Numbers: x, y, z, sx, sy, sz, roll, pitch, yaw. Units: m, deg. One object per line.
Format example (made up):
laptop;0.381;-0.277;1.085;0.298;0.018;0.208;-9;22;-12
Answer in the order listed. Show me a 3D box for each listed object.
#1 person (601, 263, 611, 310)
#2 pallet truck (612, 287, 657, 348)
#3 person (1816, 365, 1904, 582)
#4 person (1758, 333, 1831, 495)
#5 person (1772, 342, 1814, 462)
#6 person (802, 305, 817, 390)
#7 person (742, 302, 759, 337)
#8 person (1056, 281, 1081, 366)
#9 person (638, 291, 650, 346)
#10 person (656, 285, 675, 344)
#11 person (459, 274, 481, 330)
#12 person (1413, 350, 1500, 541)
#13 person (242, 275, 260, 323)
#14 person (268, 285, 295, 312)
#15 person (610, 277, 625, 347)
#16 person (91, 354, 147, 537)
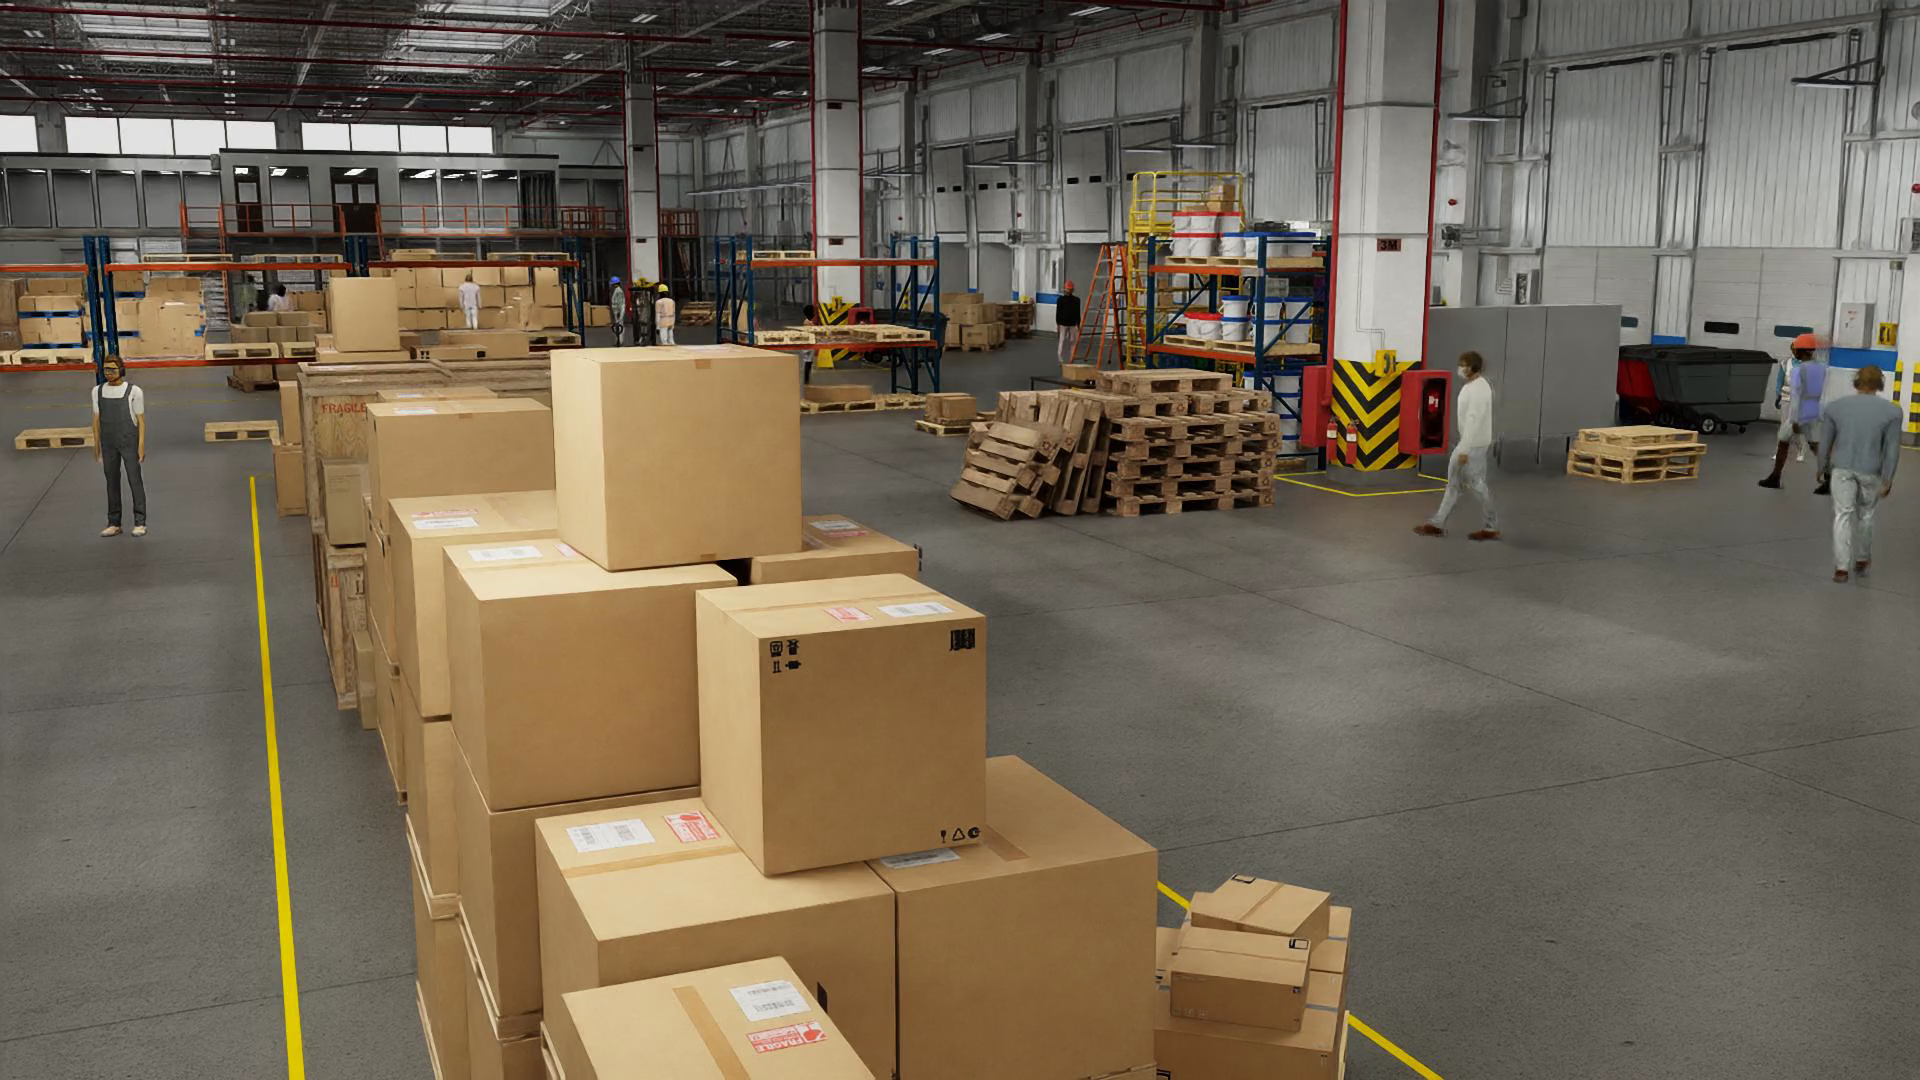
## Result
person;-14.312;-10.124;66.922;0.395;1.993;0.614;7;12;33
pallet truck;-6.464;-4.406;35.401;0.823;1.965;1.885;6;12;32
person;7.946;-0.598;14.731;0.648;1.888;1.007;6;12;29
person;9.995;-1.489;19.645;0.548;1.895;0.996;-3;11;-18
person;11.287;-1.877;22.456;0.523;1.638;0.311;9;14;42
person;-2.922;-3.781;32.841;0.423;1.683;0.570;1;10;4
person;-4.263;-3.872;33.205;0.908;1.715;0.543;-6;12;-31
person;2.559;-5.103;39.247;0.611;1.996;0.378;-3;11;-14
person;-8.178;-5.628;42.881;0.500;1.728;0.457;-8;13;-38
person;-6.954;-5.056;39.221;0.405;1.918;0.587;7;12;33
person;-14.888;-7.109;50.523;0.629;1.925;0.446;-4;11;-19
person;5.004;-0.928;16.496;0.842;1.902;0.652;1;10;7
person;-23.551;-7.935;55.419;0.947;1.789;0.651;-8;13;-38
person;-17.300;-5.623;42.631;0.922;1.798;0.651;6;12;30
person;-9.510;-6.345;46.255;0.401;1.938;0.603;-3;11;-16
person;-8.467;-0.947;16.761;0.508;1.846;0.345;-1;10;-6
